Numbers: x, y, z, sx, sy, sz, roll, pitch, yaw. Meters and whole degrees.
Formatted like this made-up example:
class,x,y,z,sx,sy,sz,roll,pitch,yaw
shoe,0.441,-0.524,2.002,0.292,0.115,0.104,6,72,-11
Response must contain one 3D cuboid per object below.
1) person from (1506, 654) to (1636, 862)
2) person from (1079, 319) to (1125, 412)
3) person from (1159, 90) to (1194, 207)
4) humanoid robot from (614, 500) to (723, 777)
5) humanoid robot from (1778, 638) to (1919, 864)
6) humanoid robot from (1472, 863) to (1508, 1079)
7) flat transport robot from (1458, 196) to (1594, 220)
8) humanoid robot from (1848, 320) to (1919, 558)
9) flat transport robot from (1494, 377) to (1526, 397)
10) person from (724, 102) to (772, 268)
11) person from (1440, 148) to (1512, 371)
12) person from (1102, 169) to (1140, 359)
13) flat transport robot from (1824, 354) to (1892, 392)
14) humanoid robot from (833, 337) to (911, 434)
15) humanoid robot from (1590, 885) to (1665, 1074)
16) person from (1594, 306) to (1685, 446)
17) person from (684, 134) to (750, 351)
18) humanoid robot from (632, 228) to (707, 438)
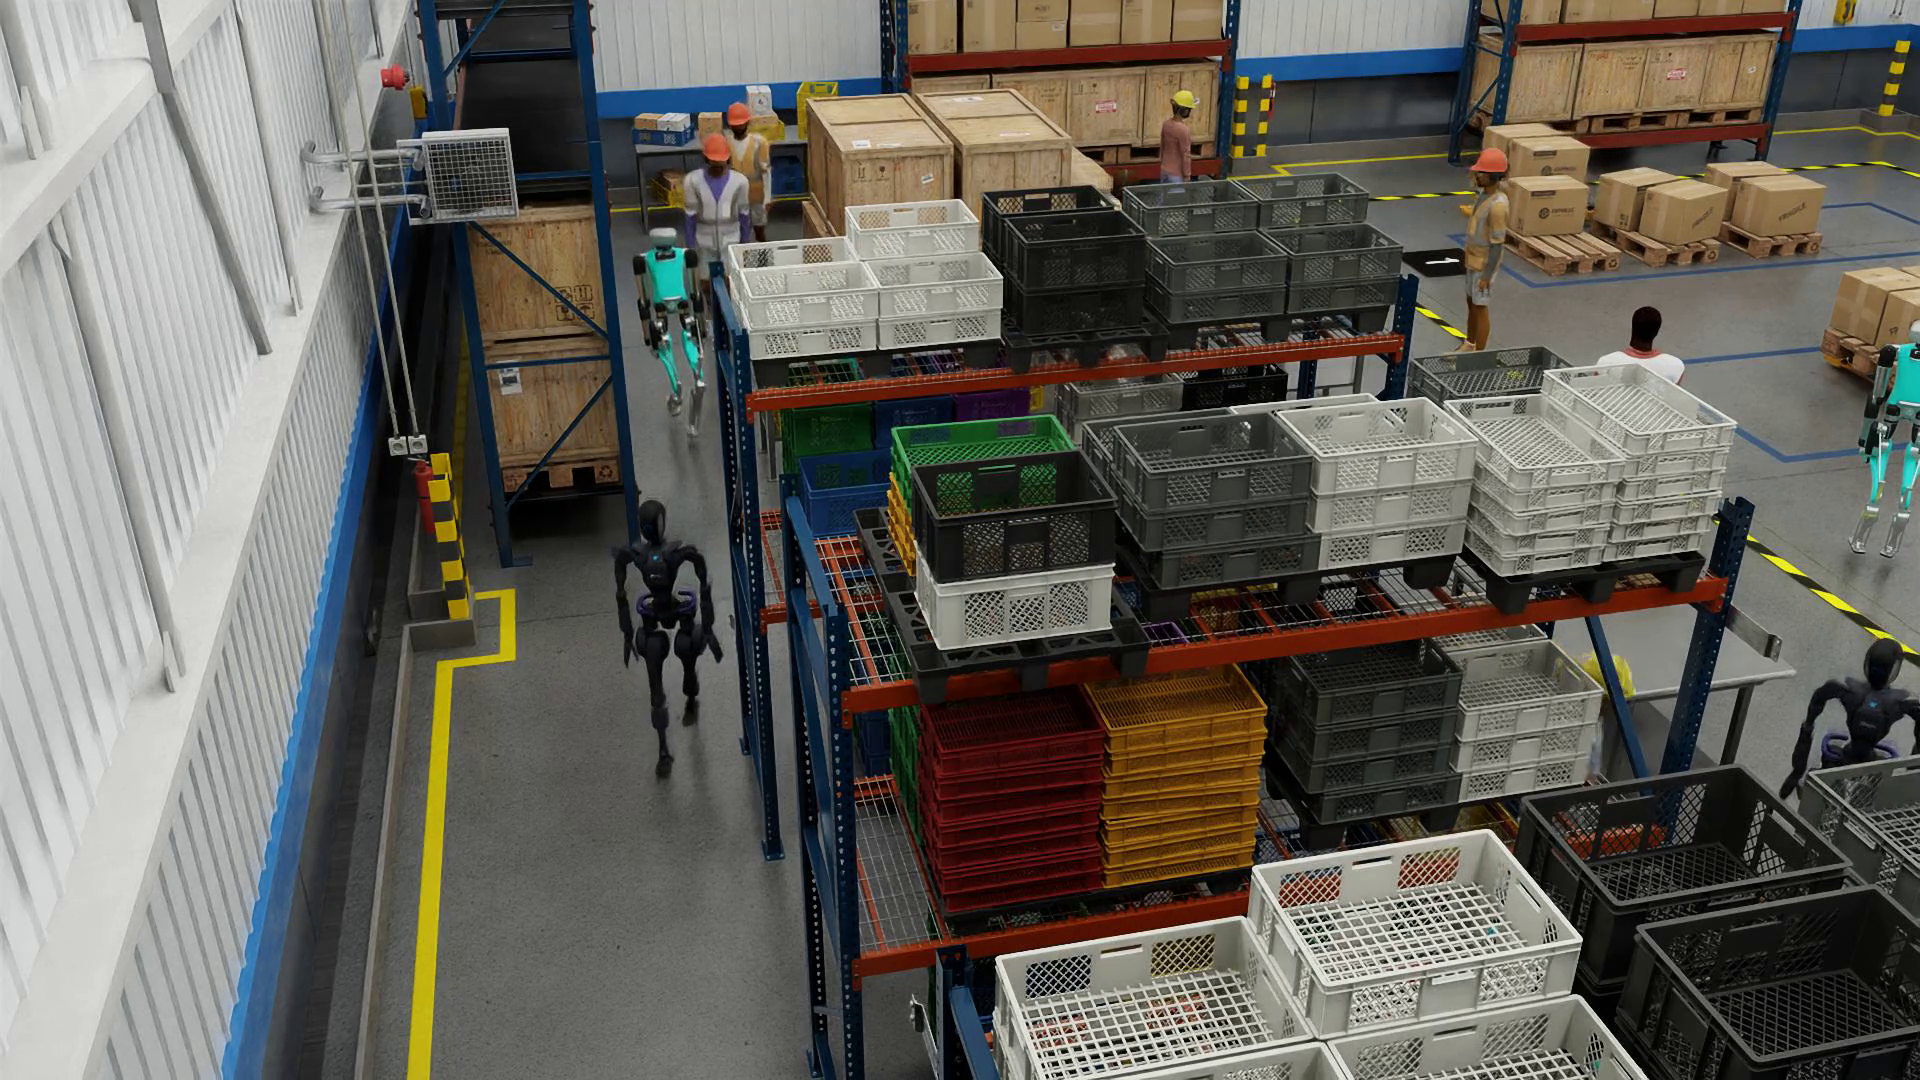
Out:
class,x,y,z,sx,sy,sz,roll,pitch,yaw
person,2.937,1.254,8.134,0.898,1.686,0.508,6,28,11
person,0.960,-0.688,11.659,0.331,1.844,0.516,-9,29,-17
person,2.340,-3.956,17.953,0.326,1.760,0.523,-11,30,-20
humanoid robot,-1.673,0.514,9.620,0.585,1.634,0.796,-1,28,-3
humanoid robot,4.488,1.187,8.353,0.616,1.650,0.765,15,31,26
humanoid robot,1.768,2.094,6.555,0.833,1.827,0.531,-7,29,-13
flat transport robot,6.626,-3.889,19.395,1.431,0.197,0.652,-6,28,-12
humanoid robot,6.516,-0.634,11.530,0.533,1.677,0.735,14,31,24
flat transport robot,4.780,-1.036,14.013,0.659,0.231,1.431,-6,28,-12
person,-2.190,-3.559,17.059,0.543,1.902,0.969,-1,28,-1
person,4.628,-2.475,14.840,0.387,2.045,0.605,2,28,3
person,1.434,-2.435,14.989,0.469,1.828,0.658,3,28,6
flat transport robot,8.473,-1.467,14.800,0.652,0.197,1.431,-6,28,-12
humanoid robot,-0.585,-0.983,12.368,1.041,1.750,0.550,-19,33,-32
humanoid robot,2.685,2.056,6.509,0.668,1.748,0.533,-4,28,-7
person,4.648,-0.699,11.620,0.579,1.911,0.394,6,28,10
person,-2.251,-2.811,15.505,0.634,2.020,0.681,-3,28,-6
humanoid robot,-2.310,-1.623,13.560,0.548,1.730,1.019,-9,29,-16
